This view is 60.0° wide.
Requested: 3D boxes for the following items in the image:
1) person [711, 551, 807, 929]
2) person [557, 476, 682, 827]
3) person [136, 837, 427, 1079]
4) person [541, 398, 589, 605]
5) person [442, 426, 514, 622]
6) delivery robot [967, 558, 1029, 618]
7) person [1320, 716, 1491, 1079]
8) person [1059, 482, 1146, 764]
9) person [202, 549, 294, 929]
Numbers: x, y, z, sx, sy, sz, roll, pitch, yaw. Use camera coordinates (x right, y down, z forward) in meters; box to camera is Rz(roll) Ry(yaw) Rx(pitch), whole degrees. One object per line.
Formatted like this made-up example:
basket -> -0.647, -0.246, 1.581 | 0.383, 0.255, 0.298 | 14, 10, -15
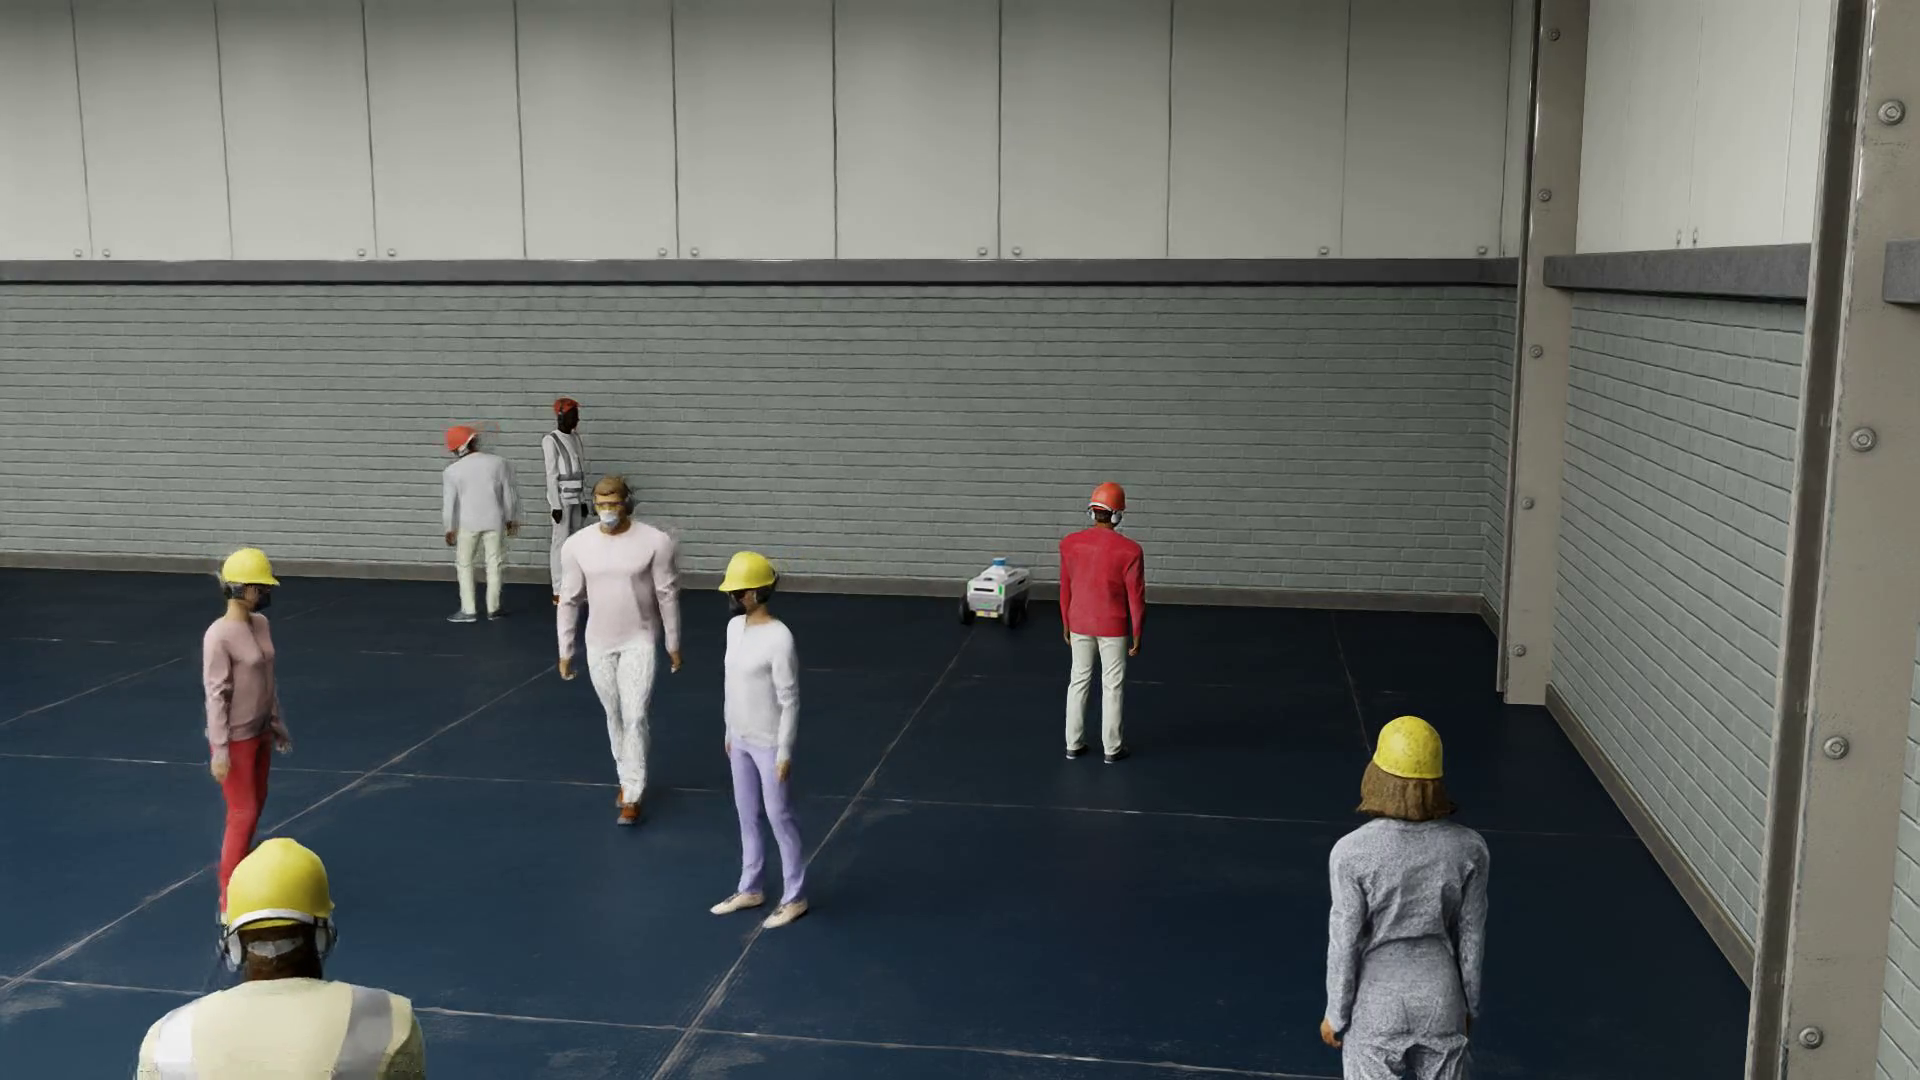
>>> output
person -> -0.939, 0.919, 7.698 | 0.346, 1.767, 0.533 | -8, 12, -39
person -> -1.900, 0.612, 9.118 | 0.660, 1.906, 0.906 | 0, 9, 3
person -> -1.444, 1.557, 3.646 | 0.599, 1.801, 0.483 | -1, 9, -6
person -> -3.565, -0.347, 15.128 | 0.355, 1.882, 0.576 | 2, 9, 13
person -> -4.164, -0.133, 14.362 | 0.643, 1.705, 0.356 | -5, 10, -28
delivery robot -> 0.334, 0.398, 14.322 | 0.477, 0.478, 0.707 | 4, 10, 22
person -> 1.305, 1.375, 4.930 | 0.483, 1.745, 0.301 | -1, 9, -6
person -> 0.883, 0.510, 10.273 | 0.568, 1.746, 0.343 | 5, 10, 27
person -> -3.352, 0.921, 7.773 | 0.395, 1.748, 0.575 | 0, 9, 0
